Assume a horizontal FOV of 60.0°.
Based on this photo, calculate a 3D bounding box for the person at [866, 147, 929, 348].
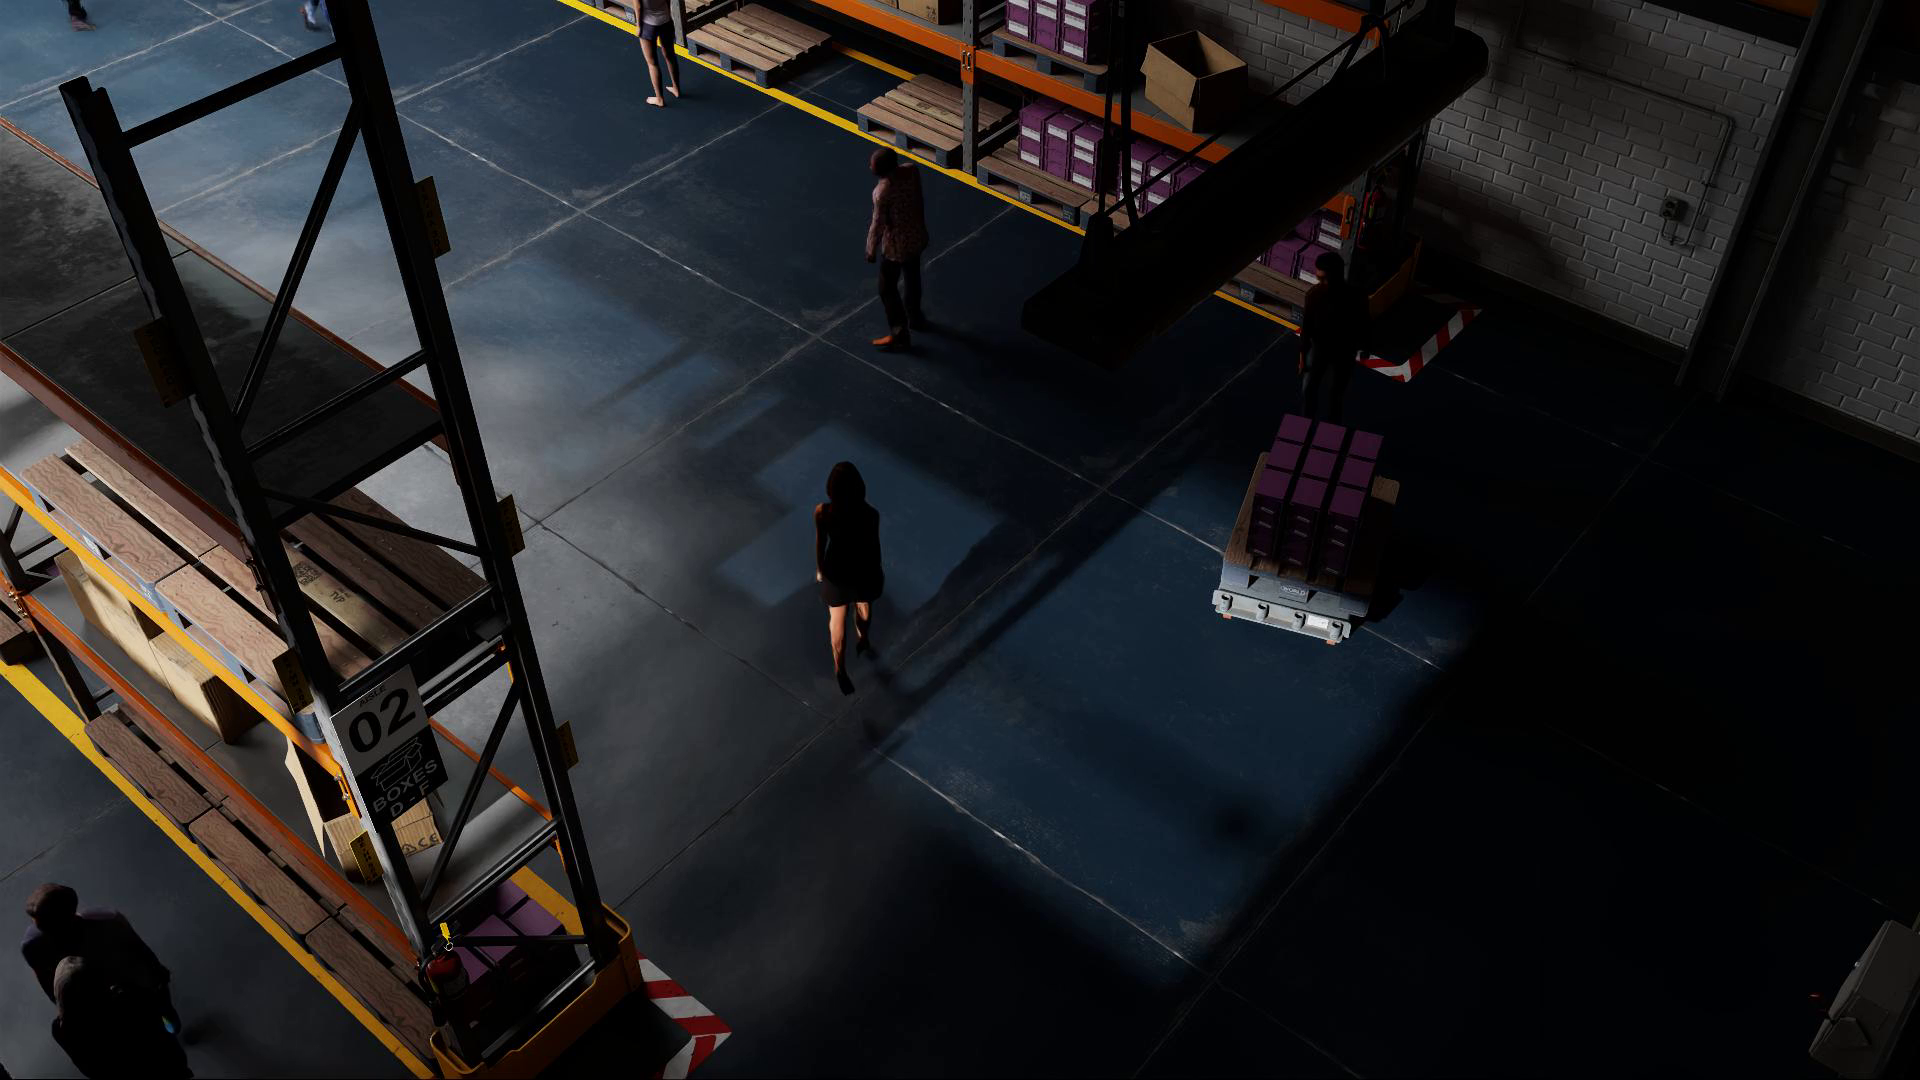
[{"bbox_3d":[-0.452,-2.442,13.508,0.820,1.778,0.615,-24,49,-23],"label":"person"}]

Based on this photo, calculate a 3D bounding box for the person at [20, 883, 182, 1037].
[{"bbox_3d":[-4.325,2.238,8.544,1.080,1.849,1.246,-11,45,-12],"label":"person"}]

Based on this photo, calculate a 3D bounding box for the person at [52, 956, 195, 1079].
[{"bbox_3d":[-4.114,2.586,8.253,0.638,1.746,0.610,-31,52,-28],"label":"person"}]

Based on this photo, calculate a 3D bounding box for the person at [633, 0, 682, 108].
[{"bbox_3d":[-3.010,-5.104,16.355,0.525,1.705,0.596,33,53,30],"label":"person"}]

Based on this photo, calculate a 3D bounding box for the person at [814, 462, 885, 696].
[{"bbox_3d":[-0.718,0.272,10.627,0.962,1.823,0.948,3,44,4],"label":"person"}]

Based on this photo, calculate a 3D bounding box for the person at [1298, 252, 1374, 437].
[{"bbox_3d":[2.846,-1.442,12.479,0.751,1.750,0.882,-6,44,-6],"label":"person"}]
